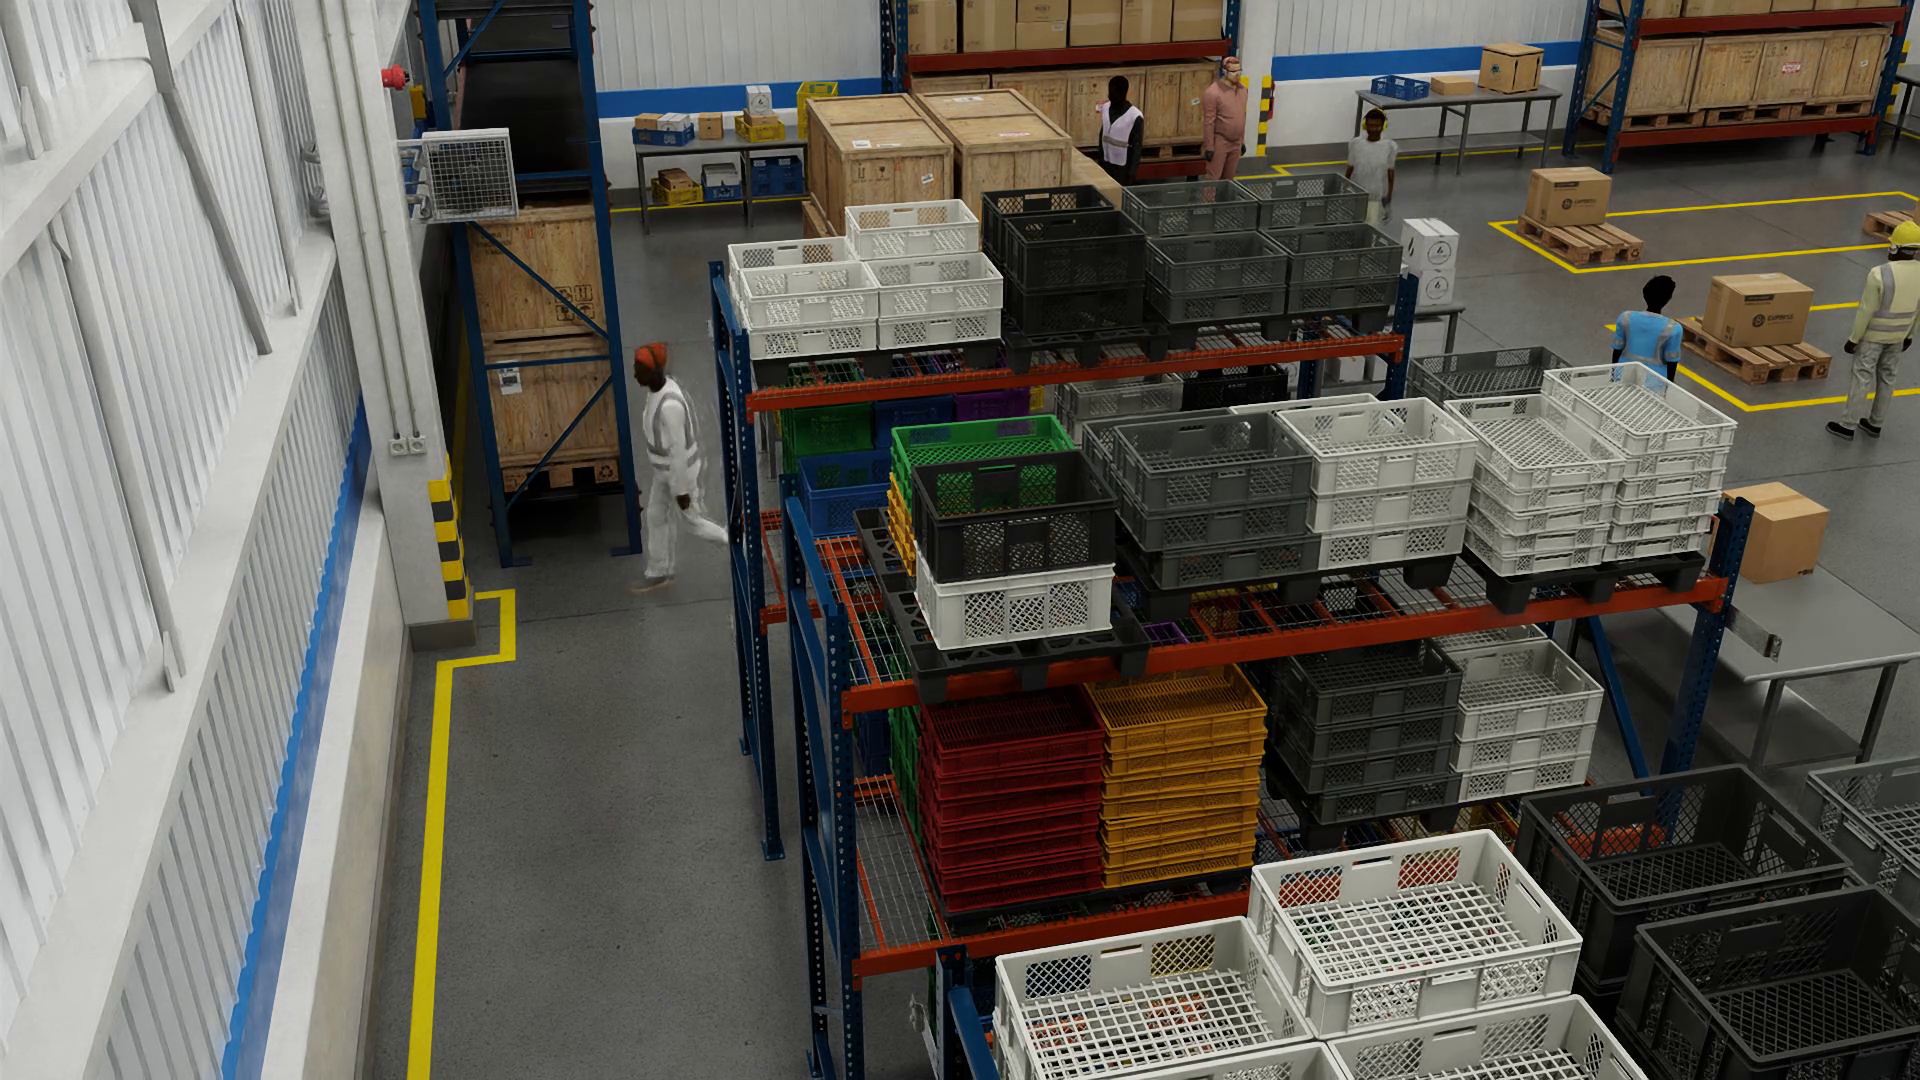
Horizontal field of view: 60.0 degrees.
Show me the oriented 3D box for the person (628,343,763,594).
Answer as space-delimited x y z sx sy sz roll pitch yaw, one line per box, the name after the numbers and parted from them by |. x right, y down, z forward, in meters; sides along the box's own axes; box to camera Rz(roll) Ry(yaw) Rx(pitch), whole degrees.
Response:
-1.857 -0.494 11.287 0.863 1.850 0.623 -10 29 -18 | person

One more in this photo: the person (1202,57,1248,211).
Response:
3.007 -4.484 18.784 0.641 1.908 0.408 -22 35 -35 | person

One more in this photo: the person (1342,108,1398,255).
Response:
4.121 -3.450 16.861 0.533 1.868 0.310 8 29 14 | person

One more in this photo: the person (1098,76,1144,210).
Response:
1.714 -4.038 17.956 0.390 1.890 0.587 -21 34 -34 | person

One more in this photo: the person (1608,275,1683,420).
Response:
5.241 -1.215 12.804 0.532 1.696 0.319 24 36 38 | person

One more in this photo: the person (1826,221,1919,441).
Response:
7.524 -1.702 13.582 0.602 1.830 0.404 -5 28 -9 | person
